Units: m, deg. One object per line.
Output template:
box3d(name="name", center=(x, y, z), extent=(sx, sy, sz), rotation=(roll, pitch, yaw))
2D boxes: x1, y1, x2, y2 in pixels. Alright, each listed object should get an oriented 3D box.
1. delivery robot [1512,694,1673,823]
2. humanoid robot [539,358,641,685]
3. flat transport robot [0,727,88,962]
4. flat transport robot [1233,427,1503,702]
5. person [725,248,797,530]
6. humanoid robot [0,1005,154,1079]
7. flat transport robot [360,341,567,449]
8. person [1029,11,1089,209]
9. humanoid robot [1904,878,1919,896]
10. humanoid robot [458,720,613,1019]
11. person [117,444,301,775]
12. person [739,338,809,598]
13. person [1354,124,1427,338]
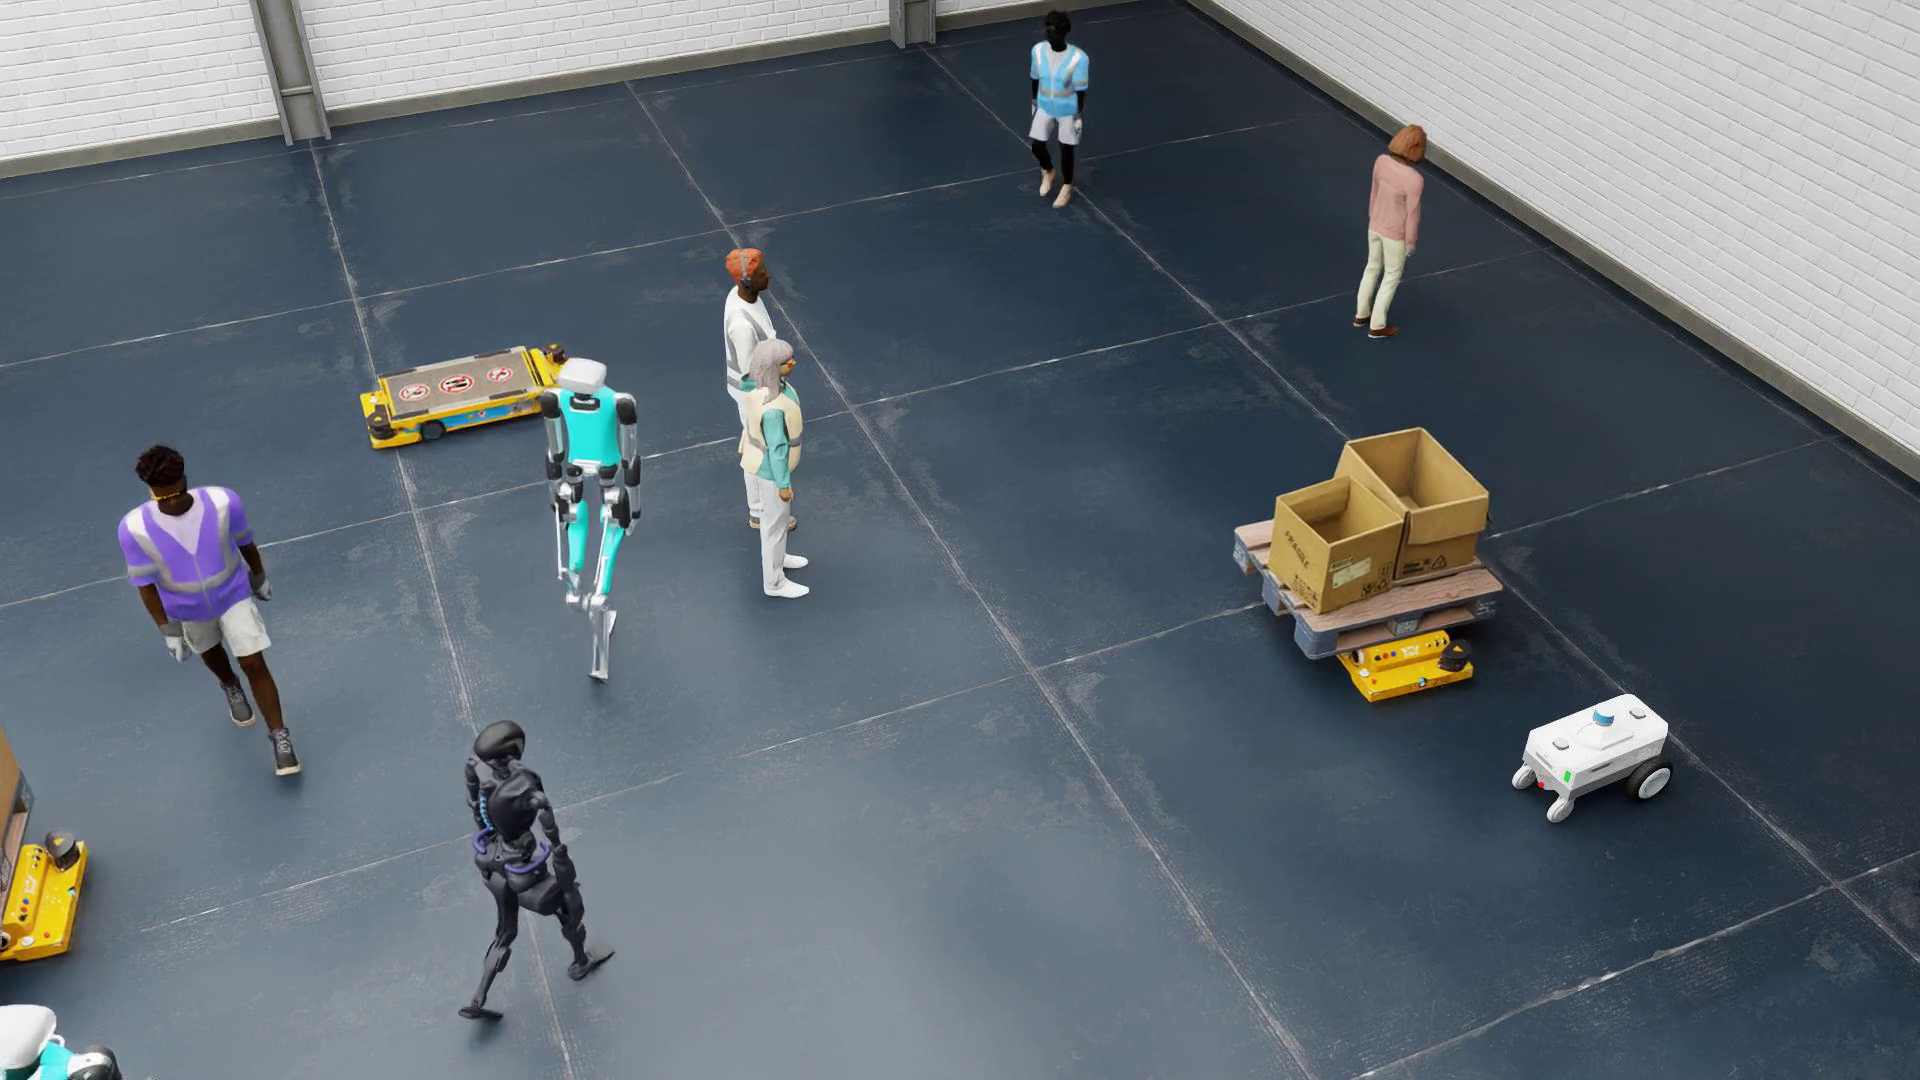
box3d(name="delivery robot", center=(3.296, 1.092, 8.625), extent=(0.794, 0.603, 0.499), rotation=(-17, 41, -20))
box3d(name="humanoid robot", center=(-2.051, -0.015, 9.139), extent=(0.549, 1.838, 0.914), rotation=(3, 38, 4))
box3d(name="flat transport robot", center=(-4.995, 1.803, 7.927), extent=(1.431, 0.231, 0.659), rotation=(-9, 38, -11))
box3d(name="flat transport robot", center=(2.361, 0.367, 9.796), extent=(0.659, 0.231, 1.431), rotation=(-12, 39, -15))
box3d(name="person", center=(-1.233, -0.916, 10.141), extent=(0.356, 1.884, 0.573), rotation=(-4, 38, -5))
box3d(name="humanoid robot", center=(-3.151, 2.161, 6.280), extent=(0.585, 1.803, 0.823), rotation=(-4, 38, -5))
box3d(name="flat transport robot", center=(-3.411, -1.018, 11.599), extent=(1.431, 0.231, 0.659), rotation=(-14, 40, -18))
box3d(name="person", center=(0.803, -3.541, 13.719), extent=(0.548, 1.679, 0.379), rotation=(16, 40, 20))
box3d(name="humanoid robot", center=(4.812, 1.171, 7.599), extent=(0.389, 1.657, 0.598), rotation=(14, 40, 17))
box3d(name="humanoid robot", center=(-1.958, 1.458, 7.263), extent=(0.590, 1.653, 0.743), rotation=(23, 43, 27))
box3d(name="person", center=(-3.803, 0.354, 8.459), extent=(0.603, 1.908, 0.995), rotation=(-18, 41, -22))
box3d(name="person", center=(-1.082, -0.416, 9.639), extent=(0.377, 1.699, 0.456), rotation=(-6, 38, -8))
box3d(name="person", center=(3.125, -2.236, 12.069), extent=(0.315, 1.621, 0.506), rotation=(-18, 41, -22))
